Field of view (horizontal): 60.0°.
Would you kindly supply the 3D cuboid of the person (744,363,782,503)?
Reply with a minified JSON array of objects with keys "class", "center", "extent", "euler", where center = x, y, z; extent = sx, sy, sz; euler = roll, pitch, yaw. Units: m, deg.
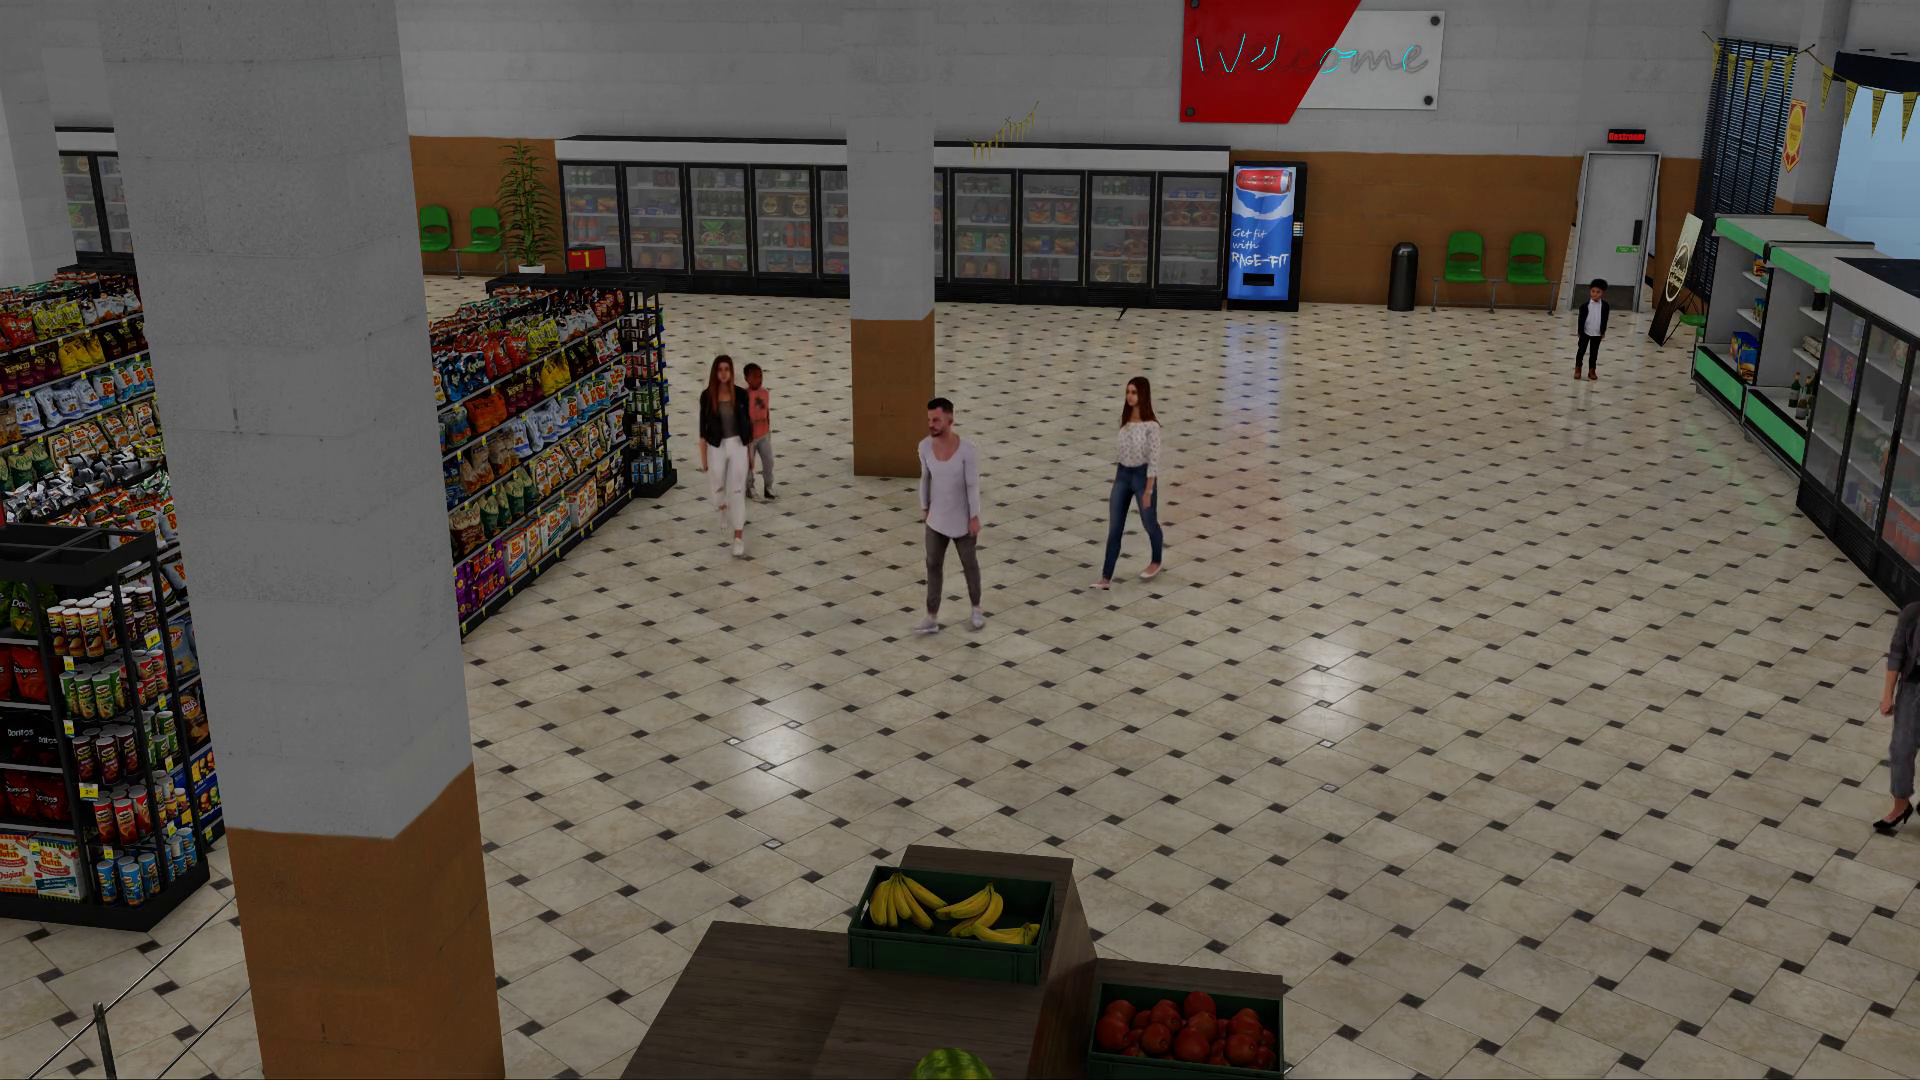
[{"class":"person","center":[-1.942,-1.006,15.449],"extent":[0.678,1.297,0.757],"euler":[-10,21,-26]}]

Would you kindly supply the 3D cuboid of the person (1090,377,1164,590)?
[{"class":"person","center":[1.453,-0.440,13.164],"extent":[0.983,1.684,1.187],"euler":[16,24,39]}]

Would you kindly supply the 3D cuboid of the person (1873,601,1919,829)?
[{"class":"person","center":[5.420,0.892,9.262],"extent":[0.735,1.654,0.743],"euler":[5,19,15]}]

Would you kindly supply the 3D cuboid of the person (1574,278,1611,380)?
[{"class":"person","center":[7.680,-2.574,20.215],"extent":[0.499,1.224,0.477],"euler":[4,19,11]}]

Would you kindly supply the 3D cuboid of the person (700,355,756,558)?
[{"class":"person","center":[-1.961,-0.741,14.059],"extent":[0.768,1.683,1.015],"euler":[-2,19,-6]}]

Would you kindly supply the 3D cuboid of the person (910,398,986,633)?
[{"class":"person","center":[-0.025,-0.200,12.254],"extent":[0.794,1.811,0.932],"euler":[7,20,20]}]
